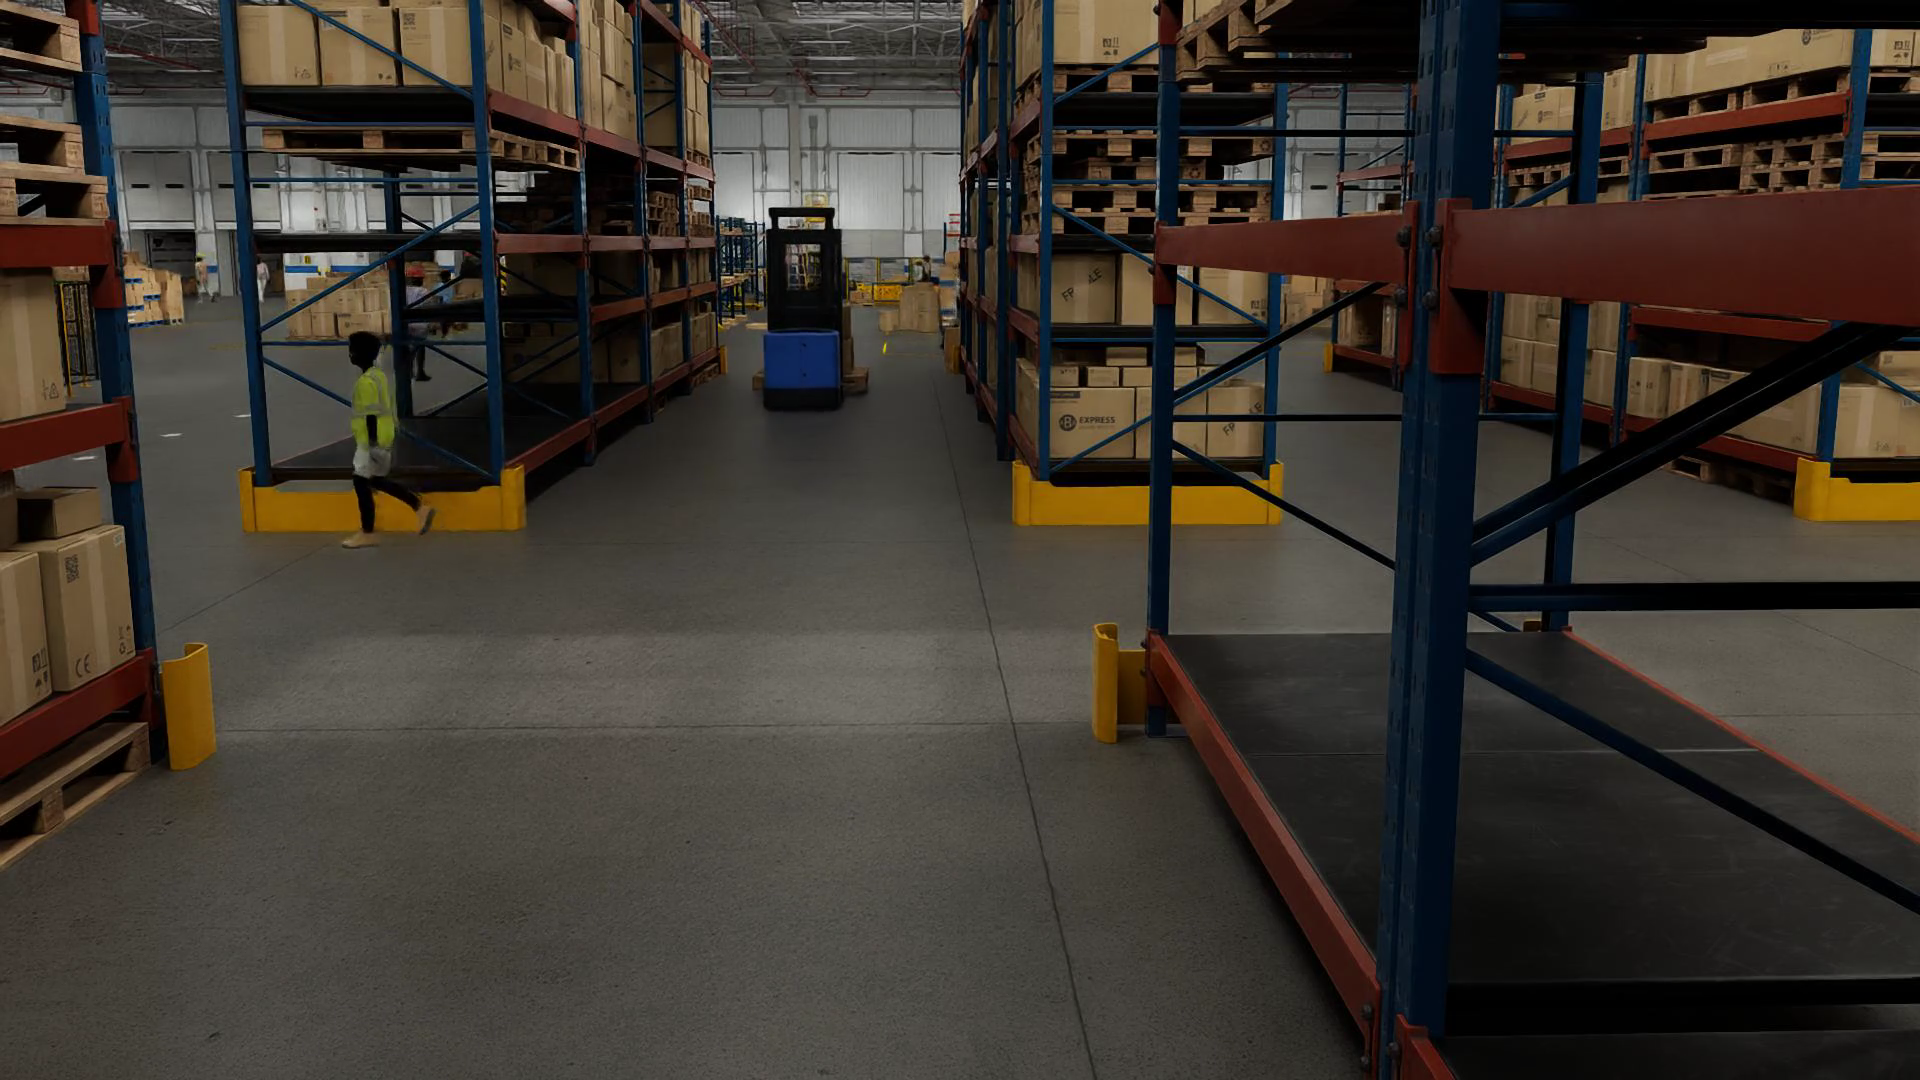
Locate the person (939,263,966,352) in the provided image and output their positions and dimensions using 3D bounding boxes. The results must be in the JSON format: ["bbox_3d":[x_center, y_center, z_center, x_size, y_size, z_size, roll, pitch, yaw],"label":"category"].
[{"bbox_3d":[0.021,-4.806,34.531,0.958,1.932,0.607,5,11,26],"label":"person"}]

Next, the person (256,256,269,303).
[{"bbox_3d":[-26.947,-10.035,64.016,0.632,1.814,0.864,-8,13,-39],"label":"person"}]

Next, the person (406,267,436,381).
[{"bbox_3d":[-9.116,-3.636,28.064,0.564,1.923,0.414,5,11,27],"label":"person"}]

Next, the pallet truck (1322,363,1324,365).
[{"bbox_3d":[7.712,-4.157,30.737,1.885,1.965,0.823,3,11,16],"label":"pallet truck"}]

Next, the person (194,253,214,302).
[{"bbox_3d":[-29.225,-10.113,64.207,0.738,1.904,0.583,4,11,23],"label":"person"}]

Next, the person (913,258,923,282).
[{"bbox_3d":[-1.631,-9.958,63.783,0.500,1.728,0.525,10,14,44],"label":"person"}]

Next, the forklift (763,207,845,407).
[{"bbox_3d":[-2.241,-3.352,23.793,1.129,2.768,1.873,0,10,-2],"label":"forklift"}]

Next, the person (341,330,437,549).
[{"bbox_3d":[-4.427,-0.773,12.760,0.622,1.677,0.534,-1,10,-8],"label":"person"}]

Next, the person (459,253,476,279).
[{"bbox_3d":[-18.011,-9.517,60.759,1.029,1.940,0.609,5,12,28],"label":"person"}]

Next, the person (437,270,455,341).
[{"bbox_3d":[-12.072,-5.503,39.129,0.363,1.684,0.539,4,11,19],"label":"person"}]

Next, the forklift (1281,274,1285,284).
[{"bbox_3d":[12.240,-10.302,62.509,1.129,2.768,1.873,0,10,-2],"label":"forklift"}]

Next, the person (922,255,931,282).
[{"bbox_3d":[-1.348,-10.210,64.941,0.678,1.824,0.523,-7,12,-34],"label":"person"}]
